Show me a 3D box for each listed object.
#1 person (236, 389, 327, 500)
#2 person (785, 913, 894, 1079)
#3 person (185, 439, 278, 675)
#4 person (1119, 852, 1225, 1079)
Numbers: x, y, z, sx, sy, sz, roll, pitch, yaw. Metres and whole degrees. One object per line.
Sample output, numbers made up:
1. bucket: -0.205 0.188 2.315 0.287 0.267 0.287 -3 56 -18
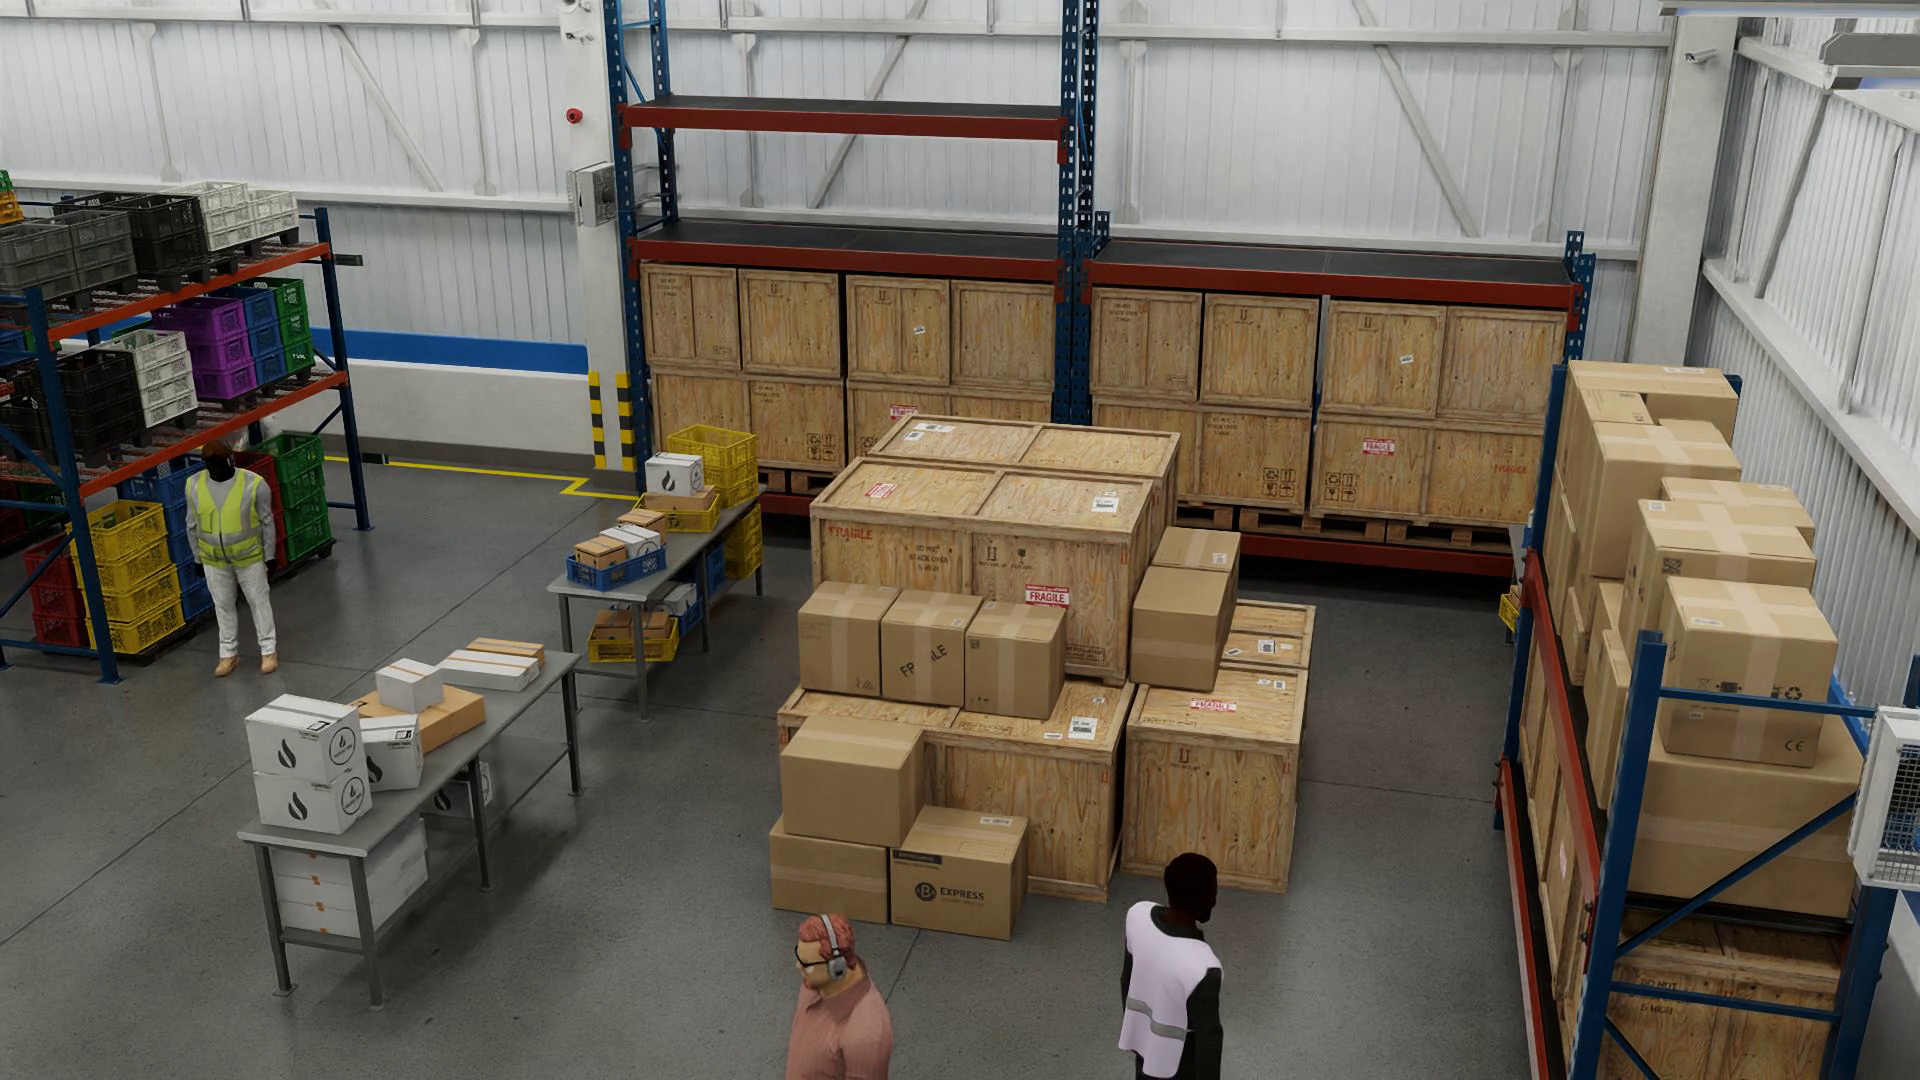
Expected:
1. person: -6.786 -1.184 15.970 1.008 1.850 0.589 -12 24 -29
2. person: -0.492 2.328 6.660 0.401 1.899 0.635 -8 22 -19
3. person: -5.454 0.128 12.487 0.619 1.845 0.430 -3 21 -7
4. person: 0.882 2.178 7.021 0.370 1.916 0.597 -11 24 -27
